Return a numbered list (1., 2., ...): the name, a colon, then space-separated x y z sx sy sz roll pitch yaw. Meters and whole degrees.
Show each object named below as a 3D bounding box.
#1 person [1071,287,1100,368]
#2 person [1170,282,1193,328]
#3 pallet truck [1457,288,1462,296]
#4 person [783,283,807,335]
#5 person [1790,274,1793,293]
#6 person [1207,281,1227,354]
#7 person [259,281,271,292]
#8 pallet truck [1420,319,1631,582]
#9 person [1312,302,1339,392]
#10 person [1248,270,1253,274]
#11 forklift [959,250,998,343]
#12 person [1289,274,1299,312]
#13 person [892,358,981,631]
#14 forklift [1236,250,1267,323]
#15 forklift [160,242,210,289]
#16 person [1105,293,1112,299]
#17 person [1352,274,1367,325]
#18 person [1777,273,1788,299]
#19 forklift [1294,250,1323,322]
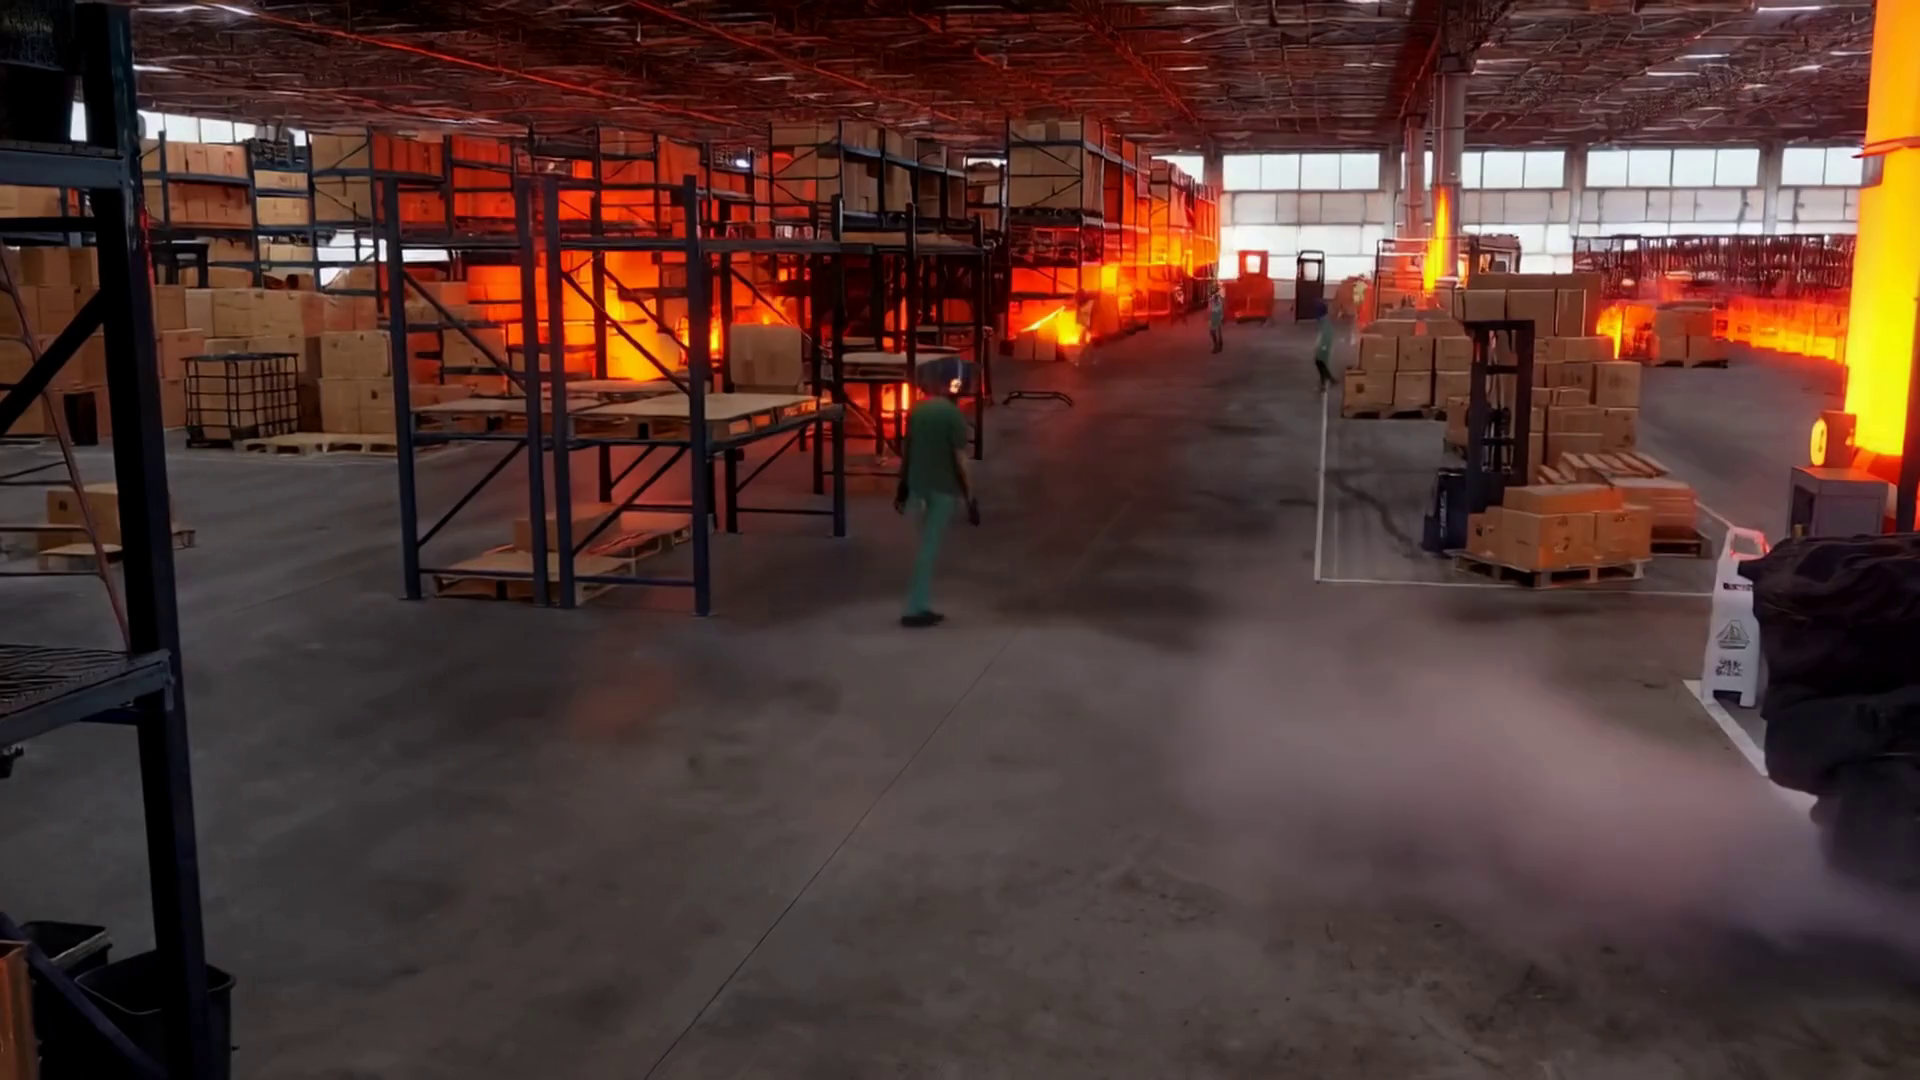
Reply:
1. person: 2.937 -4.914 38.361 0.579 1.863 1.055 9 13 43
2. person: 7.971 -8.480 60.016 0.867 1.651 0.545 -3 10 -16
3. pallet truck: 20.506 -9.785 68.819 0.653 1.274 1.630 2 10 12
4. person: -3.744 -4.956 38.372 0.896 1.940 0.623 8 13 40
5. person: 43.986 -13.341 88.346 0.532 1.811 0.633 0 10 1
6. person: 6.696 -5.807 43.431 0.569 1.917 0.414 8 12 39
7. person: -19.284 -6.235 46.138 0.676 1.852 0.976 -1 10 -7
8. pallet truck: 4.543 -0.757 13.299 0.823 1.965 1.885 -4 10 -22
9. person: 6.775 -3.579 30.924 0.409 1.677 0.549 5 11 27
10. person: 15.798 -13.689 90.197 0.660 1.886 0.545 -7 12 -35
11. forklift: 0.432 -7.053 47.973 1.129 2.768 1.873 2 10 12
12. person: 15.399 -11.216 75.784 0.671 1.810 0.605 3 10 16
13. person: -0.181 -0.298 11.094 0.544 1.820 0.556 -9 13 -42
14. forklift: 11.339 -9.827 64.399 1.129 2.768 1.873 2 10 12
15. forklift: -16.063 -4.810 34.690 1.129 2.768 1.873 2 10 12
16. person: 7.968 -13.489 89.263 0.599 1.810 0.779 2 10 9
17. person: 15.089 -9.078 62.758 0.630 1.928 0.438 7 12 38
18. person: 35.877 -10.692 72.523 0.495 1.875 0.655 2 10 10
19. forklift: 13.778 -10.002 65.433 1.129 2.768 1.873 2 10 12
